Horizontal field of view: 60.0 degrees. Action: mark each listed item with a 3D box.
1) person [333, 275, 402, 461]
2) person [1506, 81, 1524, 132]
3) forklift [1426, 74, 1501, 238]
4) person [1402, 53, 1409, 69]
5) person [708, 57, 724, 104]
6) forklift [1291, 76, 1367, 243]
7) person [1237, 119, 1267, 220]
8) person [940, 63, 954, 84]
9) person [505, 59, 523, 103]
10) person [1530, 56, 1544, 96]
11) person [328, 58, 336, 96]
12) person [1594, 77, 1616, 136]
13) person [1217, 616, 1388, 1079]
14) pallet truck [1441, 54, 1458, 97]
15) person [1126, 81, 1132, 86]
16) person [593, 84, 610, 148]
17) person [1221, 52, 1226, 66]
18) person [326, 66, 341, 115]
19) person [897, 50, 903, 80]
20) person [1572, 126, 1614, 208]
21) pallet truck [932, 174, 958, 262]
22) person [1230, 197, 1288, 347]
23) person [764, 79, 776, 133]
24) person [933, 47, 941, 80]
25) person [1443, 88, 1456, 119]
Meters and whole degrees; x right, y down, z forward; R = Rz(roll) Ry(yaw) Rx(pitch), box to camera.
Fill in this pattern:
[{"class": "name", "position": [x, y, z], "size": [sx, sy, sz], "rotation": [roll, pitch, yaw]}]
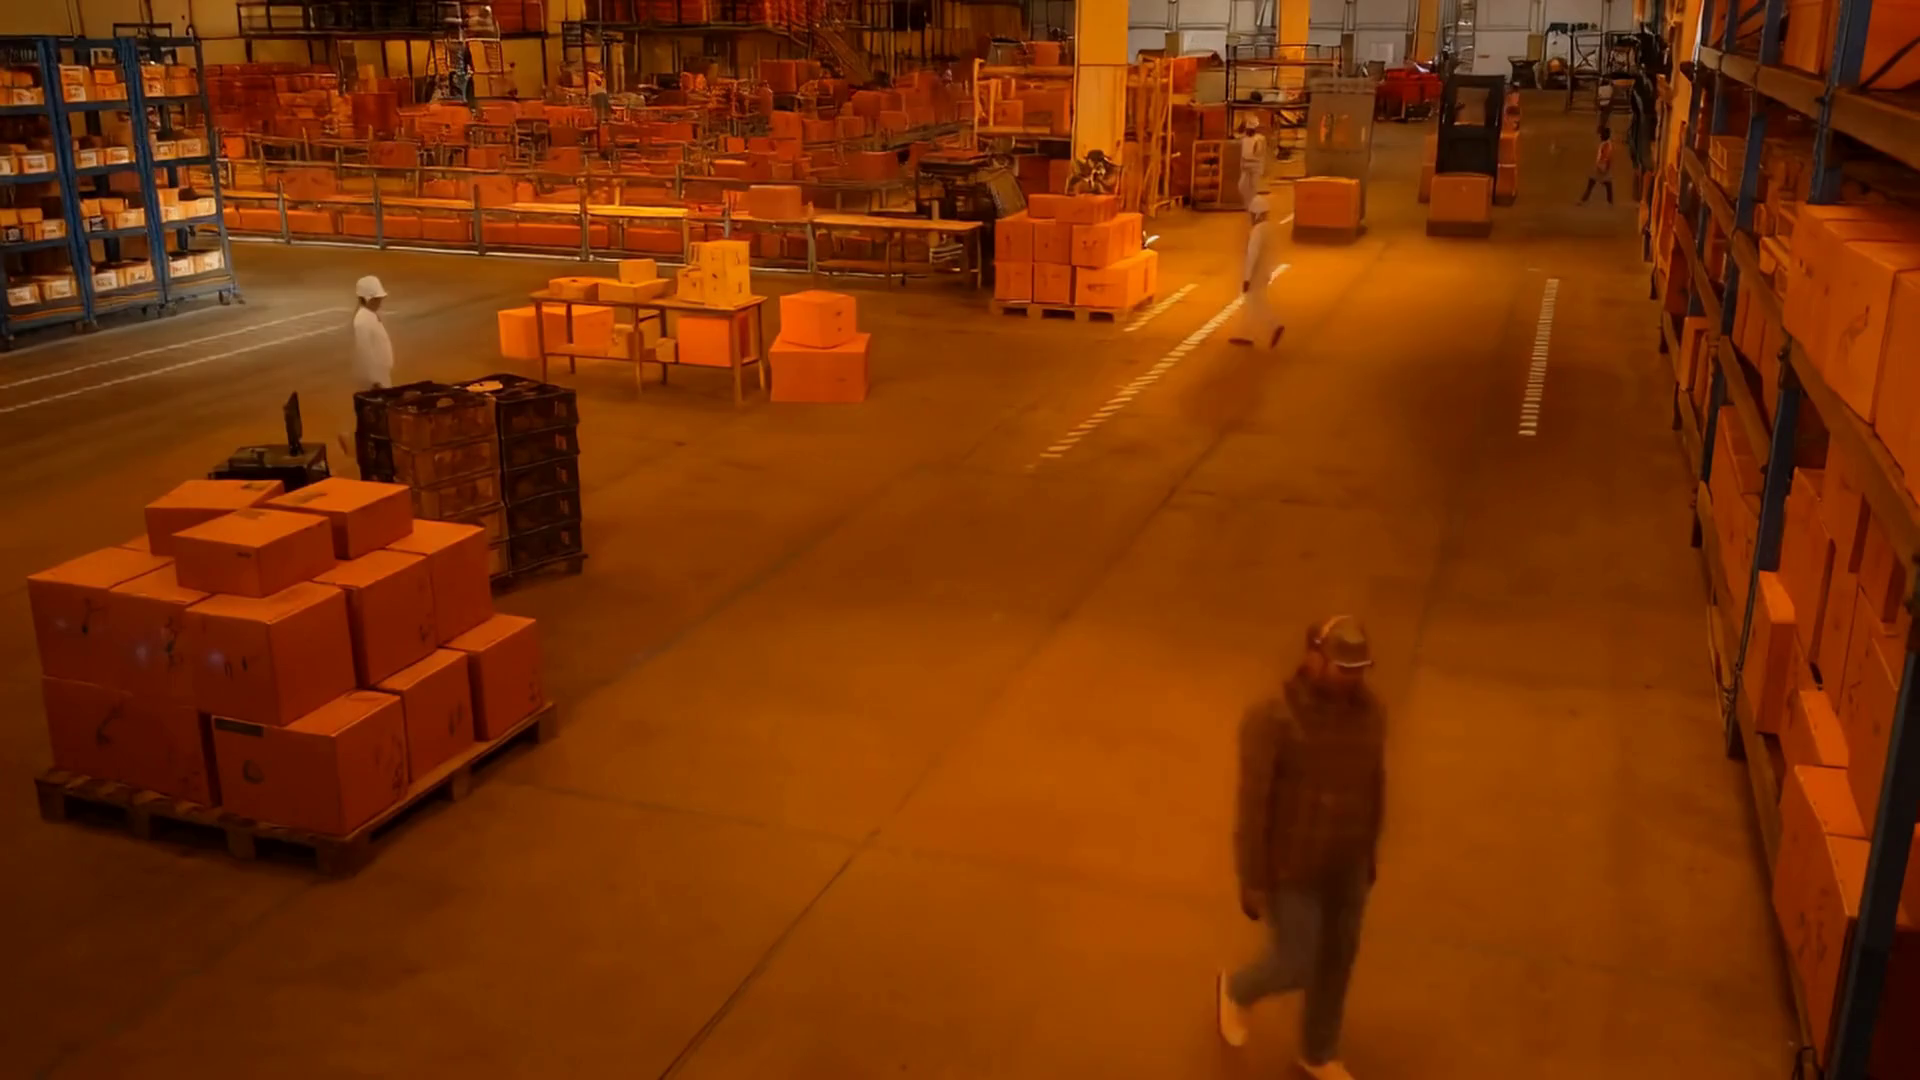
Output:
[{"class": "person", "position": [-5.214, -1.510, 14.795], "size": [0.779, 1.715, 0.578], "rotation": [-5, 18, -15]}, {"class": "person", "position": [16.585, -12.752, 49.782], "size": [0.414, 1.917, 0.569], "rotation": [-16, 23, -40]}, {"class": "forklift", "position": [9.155, -6.973, 30.064], "size": [1.129, 2.768, 1.873], "rotation": [6, 19, 19]}, {"class": "person", "position": [21.961, -23.015, 82.016], "size": [0.607, 1.939, 1.060], "rotation": [-16, 24, -42]}, {"class": "person", "position": [-10.617, -20.009, 72.474], "size": [0.936, 1.986, 0.717], "rotation": [-1, 18, -2]}, {"class": "forklift", "position": [6.598, -6.755, 29.381], "size": [1.129, 2.768, 1.873], "rotation": [6, 19, 19]}, {"class": "person", "position": [5.668, -7.204, 32.324], "size": [0.438, 1.928, 0.630], "rotation": [-16, 24, -42]}, {"class": "person", "position": [-0.482, -17.558, 64.687], "size": [0.903, 2.000, 0.680], "rotation": [11, 21, 30]}, {"class": "person", "position": [-19.744, -20.215, 73.242], "size": [0.777, 1.916, 0.555], "rotation": [1, 18, 4]}, {"class": "person", "position": [27.746, -22.292, 79.911], "size": [0.544, 1.820, 0.556], "rotation": [-12, 21, -34]}, {"class": "person", "position": [-28.338, -20.754, 74.945], "size": [0.577, 1.905, 0.609], "rotation": [-2, 18, -7]}, {"class": "person", "position": [20.993, -14.114, 54.180], "size": [1.055, 1.863, 0.579], "rotation": [-14, 22, -37]}, {"class": "person", "position": [1.281, 1.153, 6.142], "size": [0.660, 1.886, 0.545], "rotation": [-9, 20, -27]}, {"class": "pallet truck", "position": [22.765, -21.886, 78.355], "size": [0.823, 1.965, 1.885], "rotation": [-4, 18, -14]}, {"class": "person", "position": [6.210, -16.854, 62.721], "size": [1.037, 1.883, 0.653], "rotation": [14, 22, 37]}, {"class": "person", "position": [-10.542, -12.458, 48.974], "size": [0.623, 1.846, 0.542], "rotation": [13, 22, 35]}, {"class": "person", "position": [14.104, -25.335, 89.529], "size": [0.620, 1.803, 0.888], "rotation": [-9, 20, -26]}, {"class": "person", "position": [-24.372, -17.483, 64.709], "size": [0.355, 1.883, 0.574], "rotation": [6, 19, 19]}, {"class": "person", "position": [-3.535, -28.097, 98.361], "size": [0.318, 1.697, 0.535], "rotation": [6, 19, 19]}, {"class": "person", "position": [13.095, -7.634, 34.114], "size": [0.867, 1.651, 0.545], "rotation": [-3, 18, -8]}, {"class": "pallet truck", "position": [-0.507, -5.292, 27.348], "size": [0.653, 1.274, 1.630], "rotation": [6, 19, 19]}, {"class": "person", "position": [3.613, -3.190, 19.914], "size": [0.671, 1.810, 0.605], "rotation": [7, 19, 22]}, {"class": "person", "position": [-6.403, -14.502, 55.532], "size": [0.424, 1.750, 0.539], "rotation": [-7, 19, -20]}, {"class": "person", "position": [-1.356, -27.482, 96.098], "size": [0.547, 1.914, 0.837], "rotation": [-3, 18, -8]}, {"class": "person", "position": [18.164, -16.426, 61.718], "size": [0.368, 1.681, 0.547], "rotation": [14, 22, 37]}]
